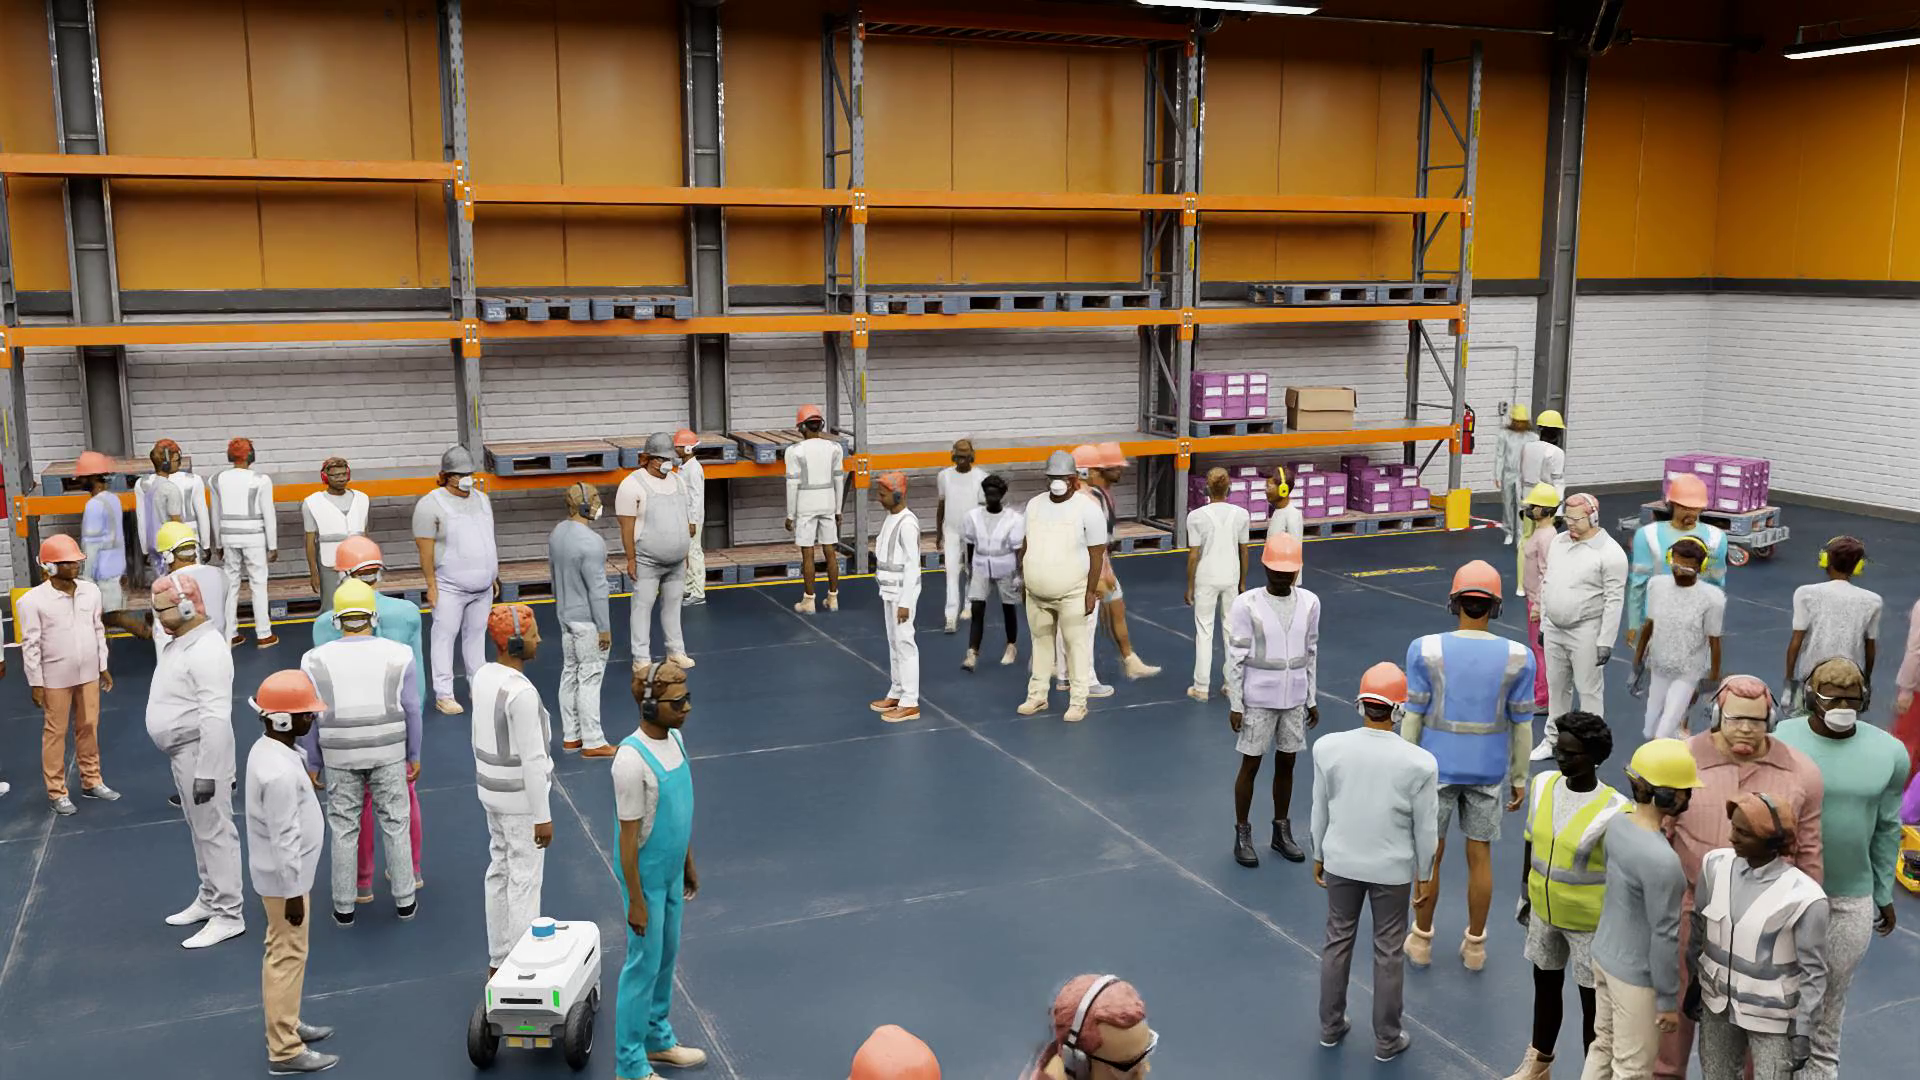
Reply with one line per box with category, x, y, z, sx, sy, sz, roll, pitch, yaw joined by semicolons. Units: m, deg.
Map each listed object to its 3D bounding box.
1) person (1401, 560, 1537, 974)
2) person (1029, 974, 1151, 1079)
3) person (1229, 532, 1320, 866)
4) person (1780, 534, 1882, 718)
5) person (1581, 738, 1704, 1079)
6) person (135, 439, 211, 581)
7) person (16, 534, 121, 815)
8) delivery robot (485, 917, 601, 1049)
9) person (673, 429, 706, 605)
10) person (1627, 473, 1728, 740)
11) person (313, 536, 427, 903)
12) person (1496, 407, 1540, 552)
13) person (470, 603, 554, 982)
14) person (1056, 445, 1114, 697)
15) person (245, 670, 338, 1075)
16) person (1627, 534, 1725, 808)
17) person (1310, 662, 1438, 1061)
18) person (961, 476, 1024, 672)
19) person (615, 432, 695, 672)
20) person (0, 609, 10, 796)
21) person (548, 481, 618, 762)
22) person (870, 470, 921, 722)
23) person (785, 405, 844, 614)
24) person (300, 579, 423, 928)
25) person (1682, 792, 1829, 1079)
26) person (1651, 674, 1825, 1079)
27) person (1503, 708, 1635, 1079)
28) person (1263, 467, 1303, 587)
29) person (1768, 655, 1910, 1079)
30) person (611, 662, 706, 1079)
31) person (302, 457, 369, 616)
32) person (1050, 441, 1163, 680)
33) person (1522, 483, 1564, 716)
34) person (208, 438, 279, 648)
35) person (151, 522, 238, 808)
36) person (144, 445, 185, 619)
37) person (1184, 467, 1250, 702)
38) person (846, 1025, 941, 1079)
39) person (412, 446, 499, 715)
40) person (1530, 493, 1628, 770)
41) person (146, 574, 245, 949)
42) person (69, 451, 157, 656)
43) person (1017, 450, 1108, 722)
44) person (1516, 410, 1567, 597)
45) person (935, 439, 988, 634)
person;2.450;1.103;8.104;0.619;2.029;0.409;1;10;8
person;0.285;1.901;3.965;0.509;1.897;0.705;2;10;12
person;1.807;0.906;9.499;0.551;1.933;0.369;-3;10;-15
person;5.163;0.884;9.927;0.524;1.824;0.709;3;10;16
person;2.510;1.582;6.124;0.342;1.760;0.527;0;10;1
person;-6.866;0.052;14.563;0.573;1.885;0.355;-3;10;-18
person;-5.593;0.828;10.454;0.319;1.755;0.571;4;11;24
delivery robot;-1.838;1.918;7.372;0.477;0.478;0.707;0;10;2
person;-2.719;-0.233;16.579;0.328;1.752;0.563;-4;11;-23
person;4.876;0.538;11.348;0.625;2.025;0.484;2;10;13
person;-3.200;0.963;9.022;0.614;1.986;0.407;-9;14;-43
person;6.573;-0.729;19.620;0.492;1.689;0.946;3;10;18
person;-2.079;1.223;7.817;0.343;1.882;0.585;-8;13;-39
person;0.962;0.245;13.140;0.376;1.994;0.612;-6;11;-29
person;-2.866;1.409;7.155;0.350;1.743;0.570;-5;11;-25
person;4.439;0.832;10.230;0.732;1.824;0.584;-6;11;-31
person;1.806;1.390;7.273;0.558;1.744;0.345;5;11;27
person;0.274;0.285;13.865;0.566;1.647;0.852;3;10;19
person;-2.486;0.098;13.849;0.535;2.000;0.680;9;13;42
person;-6.376;0.738;10.513;0.599;1.917;0.377;-4;11;-22
person;-2.593;0.558;11.493;0.360;1.938;0.635;-8;13;-40
person;-0.472;0.412;12.484;0.350;1.887;0.583;-3;10;-16
person;-1.427;-0.295;16.138;0.609;2.033;0.406;-6;11;-29
person;-3.105;1.108;8.669;0.591;1.824;0.405;-3;10;-18
person;2.800;1.679;5.902;0.310;1.636;0.523;-5;11;-26
person;2.985;1.449;6.459;0.656;1.907;0.402;2;10;14
person;2.472;1.507;6.715;0.322;1.697;0.531;-6;11;-29
person;2.477;0.358;12.857;0.309;1.864;0.535;-1;10;-4
person;3.418;1.398;6.651;0.635;1.937;0.352;1;10;6
person;-1.261;1.404;6.913;0.339;1.839;0.505;2;10;13
person;-5.083;0.232;13.638;0.389;1.846;0.564;8;13;38
person;1.094;0.180;13.569;1.079;1.987;0.599;3;10;17
person;4.380;0.449;12.609;0.301;1.772;0.525;2;10;14
person;-6.336;0.028;14.743;0.577;1.874;0.366;0;10;2
person;-4.862;0.786;10.523;0.403;1.817;0.599;3;10;19
person;-6.880;0.086;14.480;0.517;1.844;0.329;7;12;36
person;1.993;0.349;12.964;0.508;1.846;0.345;-2;10;-11
person;-0.141;1.971;3.882;0.559;1.752;0.326;-8;13;-38
person;-3.784;0.293;12.727;0.536;2.000;0.672;7;12;34
person;4.144;0.623;11.227;0.409;1.903;0.638;-5;11;-27
person;-3.892;1.106;8.445;0.406;1.903;0.639;-7;12;-33
person;-6.901;0.222;13.548;0.917;1.912;0.545;-3;10;-19
person;0.723;0.338;12.463;0.682;2.000;0.537;6;12;31
person;5.853;-0.347;16.748;0.384;1.924;0.589;-4;11;-24
person;0.023;-0.064;15.531;0.522;1.788;1.006;1;10;7
